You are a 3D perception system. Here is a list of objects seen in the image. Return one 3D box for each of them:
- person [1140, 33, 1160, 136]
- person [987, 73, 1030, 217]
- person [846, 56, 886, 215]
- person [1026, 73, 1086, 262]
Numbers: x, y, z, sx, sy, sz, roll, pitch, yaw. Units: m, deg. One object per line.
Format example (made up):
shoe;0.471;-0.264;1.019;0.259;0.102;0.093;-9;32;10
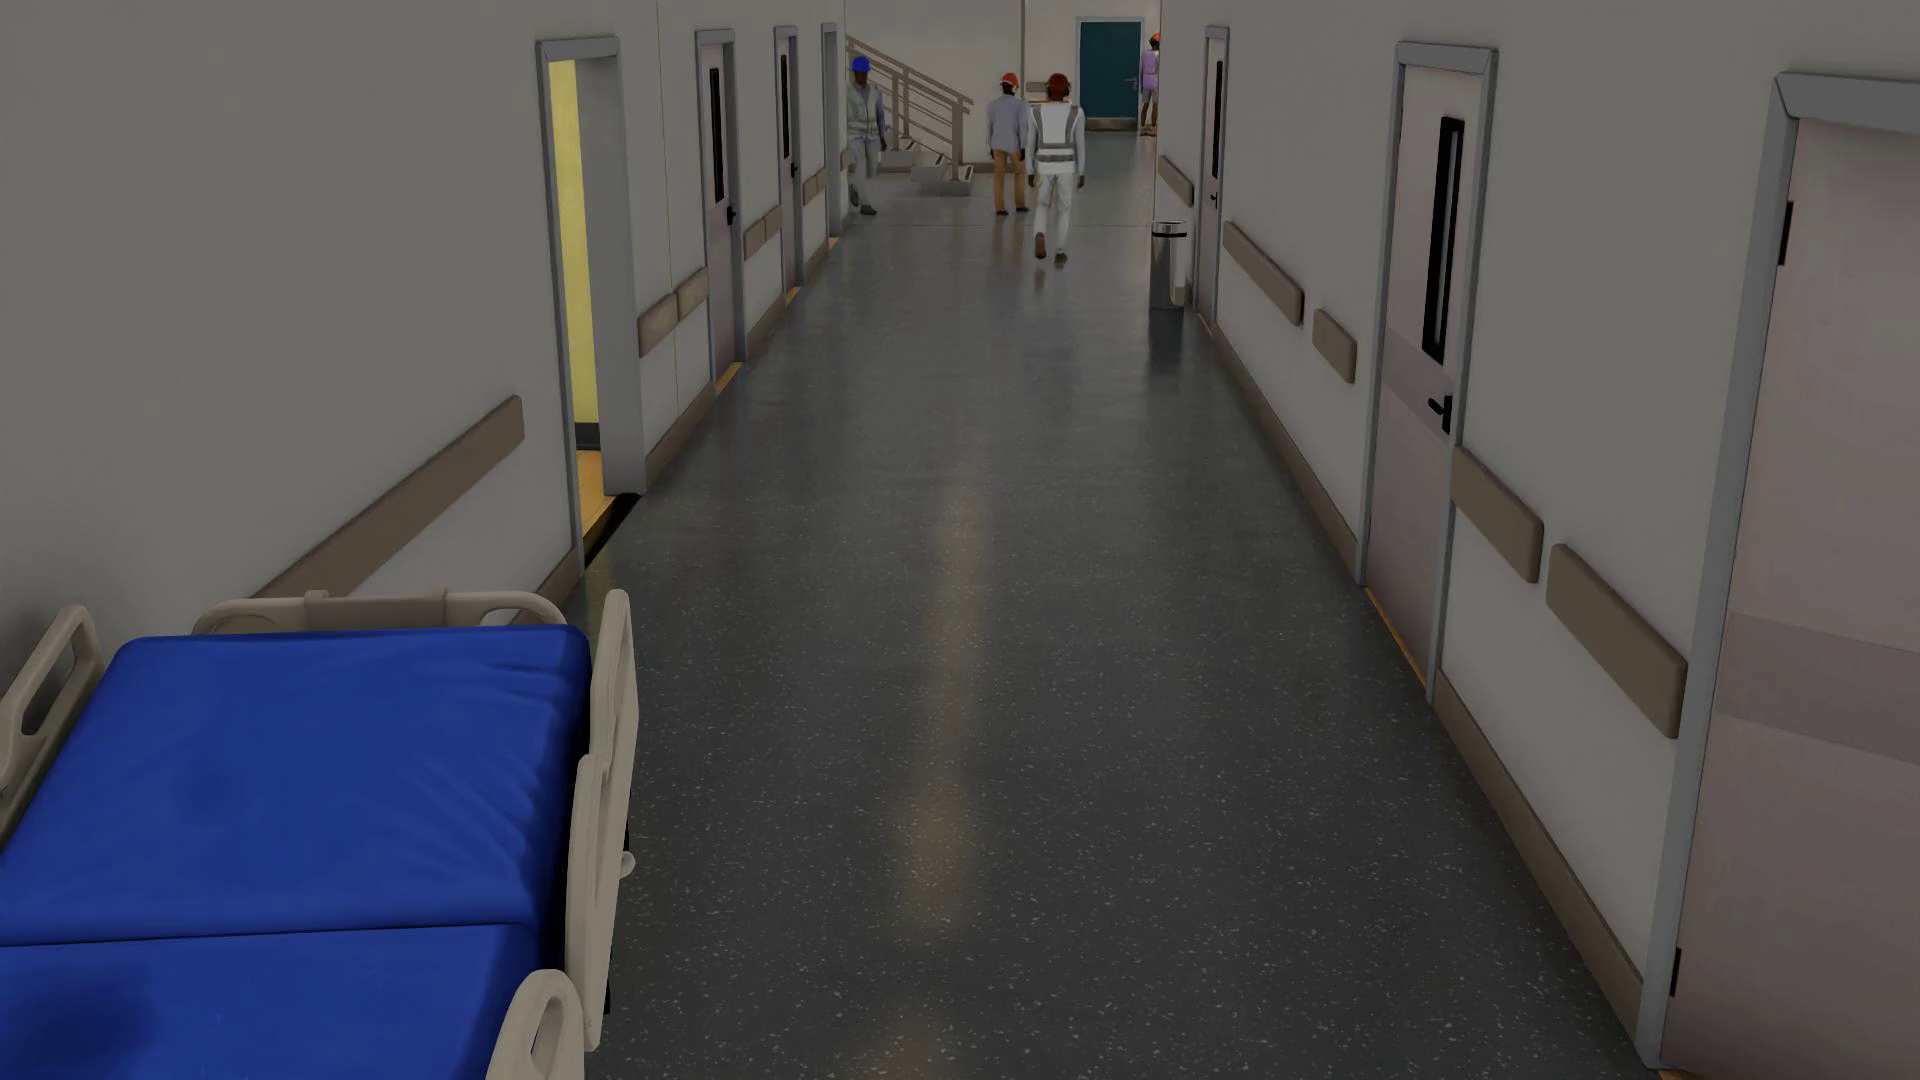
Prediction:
person;3.910;-9.180;33.573;0.612;2.029;0.409;14;22;37
person;0.622;-4.872;20.515;0.582;1.714;0.755;9;20;25
person;-1.255;-5.049;20.748;0.611;1.921;0.728;-11;21;-31
person;0.945;-3.684;16.554;0.587;1.873;0.541;4;18;14
